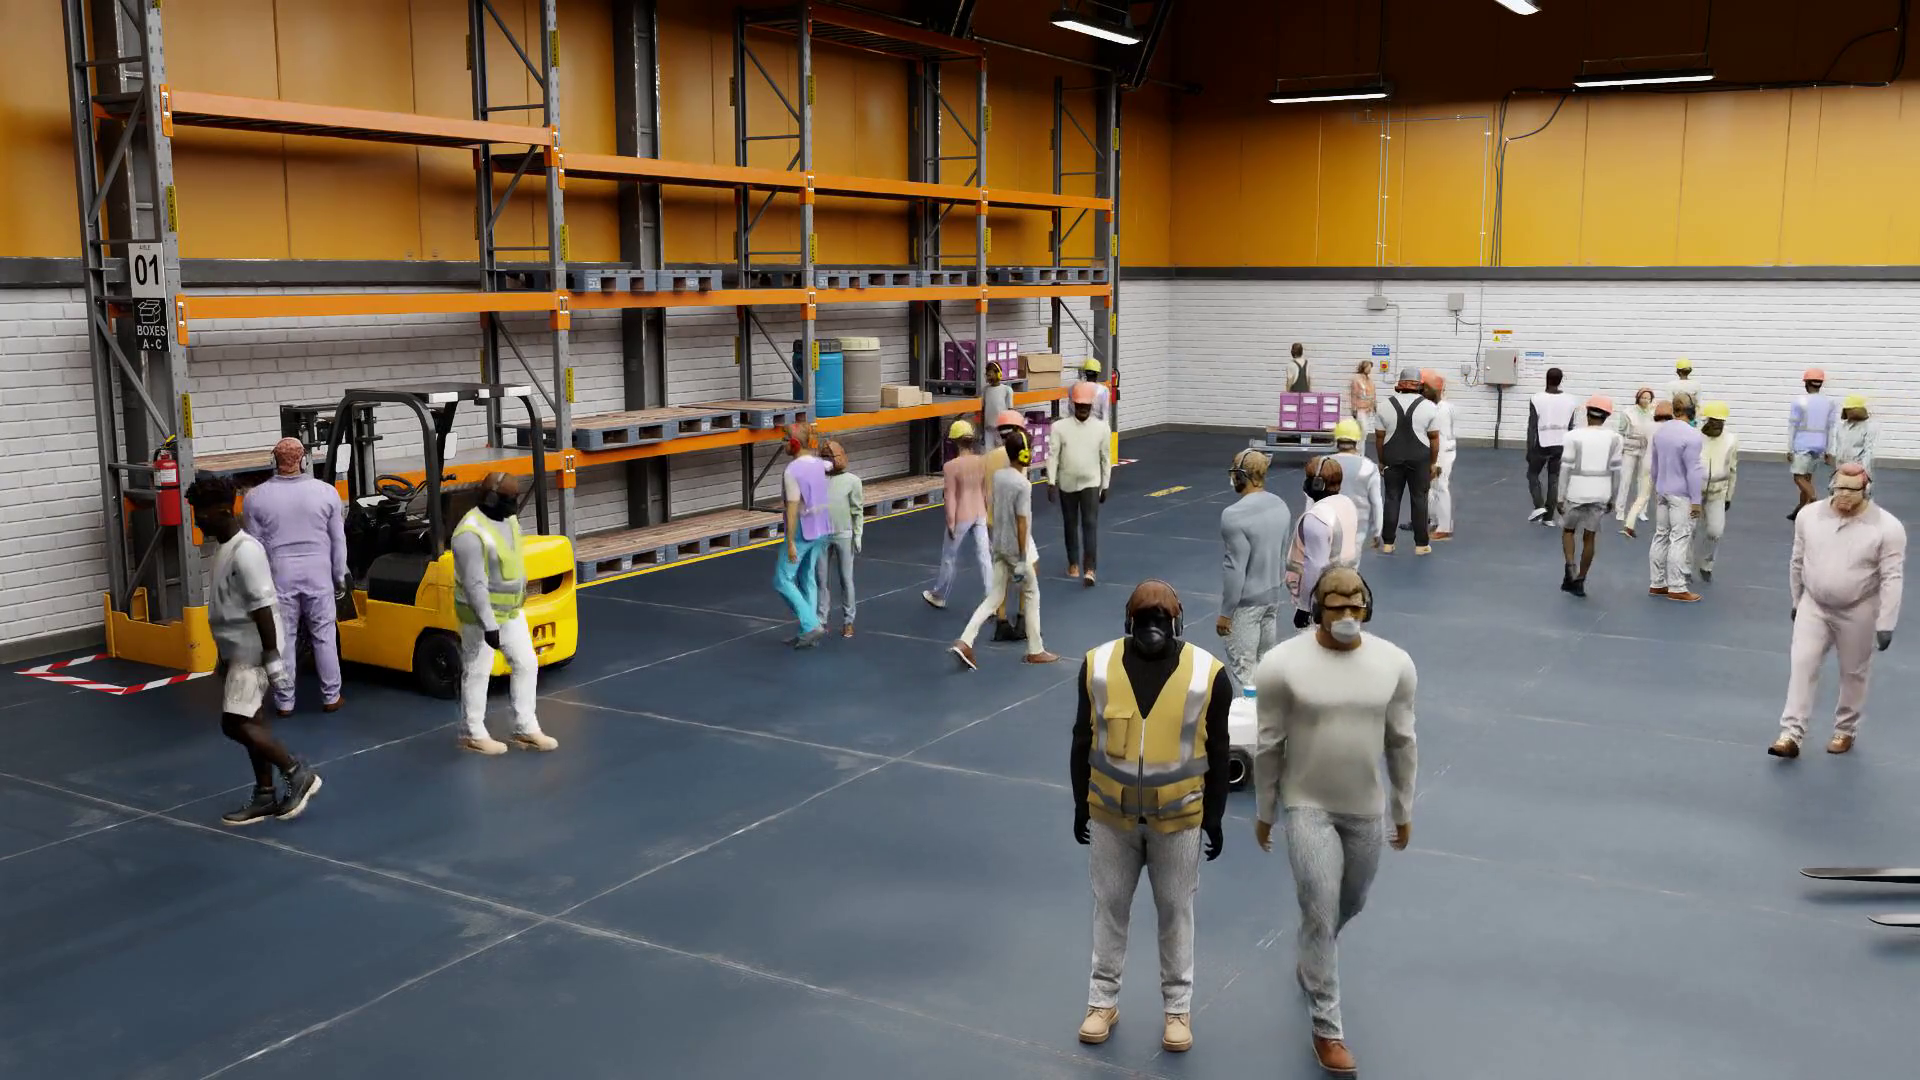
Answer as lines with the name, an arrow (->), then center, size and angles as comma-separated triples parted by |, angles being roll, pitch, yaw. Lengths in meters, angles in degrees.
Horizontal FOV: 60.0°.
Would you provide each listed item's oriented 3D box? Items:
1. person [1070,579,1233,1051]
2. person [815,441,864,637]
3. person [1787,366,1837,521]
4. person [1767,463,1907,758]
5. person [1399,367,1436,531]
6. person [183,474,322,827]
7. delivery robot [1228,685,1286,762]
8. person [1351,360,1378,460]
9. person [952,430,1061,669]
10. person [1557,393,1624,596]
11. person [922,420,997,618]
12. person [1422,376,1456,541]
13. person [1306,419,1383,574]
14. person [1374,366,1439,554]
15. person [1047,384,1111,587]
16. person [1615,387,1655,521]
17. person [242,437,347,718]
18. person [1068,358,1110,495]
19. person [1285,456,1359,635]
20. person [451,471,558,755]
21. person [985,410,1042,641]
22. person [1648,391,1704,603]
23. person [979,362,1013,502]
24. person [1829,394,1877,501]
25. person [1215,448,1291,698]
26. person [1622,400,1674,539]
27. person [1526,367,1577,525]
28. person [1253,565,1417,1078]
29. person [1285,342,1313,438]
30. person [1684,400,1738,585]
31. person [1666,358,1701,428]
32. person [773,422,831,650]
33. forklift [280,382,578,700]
person -> 0.729, 1.062, 6.469 | 0.621, 1.845, 0.429 | 2, 9, 13
person -> -1.051, -0.009, 13.799 | 0.508, 1.632, 0.270 | 2, 9, 14
person -> 10.202, -1.118, 19.887 | 0.547, 1.912, 0.813 | 0, 9, -1
person -> 5.372, 0.456, 10.197 | 0.671, 1.855, 0.969 | 8, 12, 42
person -> 5.433, -1.058, 19.425 | 0.524, 1.920, 0.562 | 1, 9, 9
person -> -3.892, 0.605, 9.039 | 0.496, 1.936, 0.627 | -5, 10, -30
delivery robot -> 1.732, 1.109, 9.885 | 0.707, 0.478, 0.477 | -3, 9, -17
person -> 6.509, -2.064, 26.644 | 0.530, 1.628, 0.428 | -8, 12, -41
person -> 0.338, 0.082, 12.646 | 0.890, 1.836, 0.553 | -6, 11, -35
person -> 5.856, -0.411, 15.489 | 0.567, 1.900, 0.427 | 1, 9, 8
person -> 0.023, -0.190, 14.668 | 0.542, 1.722, 0.922 | -7, 11, -36
person -> 5.339, -0.910, 18.673 | 0.435, 1.865, 0.602 | 0, 9, 1
person -> 3.255, -0.123, 14.031 | 0.617, 1.781, 0.945 | 4, 10, 24
person -> 4.821, -0.869, 17.901 | 0.680, 2.000, 0.537 | 4, 10, 25
person -> 1.157, -0.542, 16.194 | 0.616, 1.940, 1.040 | 1, 9, 6
person -> 8.263, -1.040, 20.248 | 0.520, 1.636, 0.314 | 2, 9, 12
person -> -4.504, 0.253, 11.314 | 0.643, 1.908, 0.410 | -4, 10, -24
person -> 1.719, -1.490, 22.300 | 0.586, 1.886, 0.959 | 3, 9, 16
person -> 2.316, 0.377, 10.746 | 0.429, 1.844, 0.627 | 6, 11, 31
person -> -2.828, 0.469, 10.282 | 0.714, 1.805, 0.647 | 3, 9, 15
person -> 0.447, -0.113, 13.652 | 0.526, 1.892, 0.591 | -6, 11, -34
person -> 6.594, -0.398, 15.275 | 0.362, 1.938, 0.636 | -2, 9, -11
person -> 0.466, -1.399, 21.768 | 0.513, 1.864, 0.337 | 6, 11, 34
person -> 9.775, -0.749, 18.223 | 0.903, 1.698, 0.490 | -5, 10, -30
person -> 1.797, 0.401, 10.292 | 0.352, 1.937, 0.635 | 8, 12, 41
person -> 7.877, -0.792, 18.821 | 0.825, 1.593, 0.488 | -6, 11, -32
person -> 7.055, -1.115, 19.915 | 0.599, 1.892, 0.463 | -1, 9, -4
person -> 1.451, 1.020, 6.535 | 0.637, 1.914, 0.891 | -1, 9, -4
person -> 5.840, -2.489, 28.659 | 0.525, 1.833, 0.610 | -3, 10, -20
person -> 7.142, -0.445, 15.982 | 0.604, 1.803, 0.500 | 2, 9, 13
person -> 10.635, -1.794, 24.522 | 0.525, 1.772, 0.299 | 0, 9, 0
person -> -1.255, -0.024, 13.276 | 0.423, 1.831, 0.580 | 4, 10, 24
forklift -> -3.974, -0.067, 12.417 | 2.313, 2.155, 1.214 | 5, 11, 30
